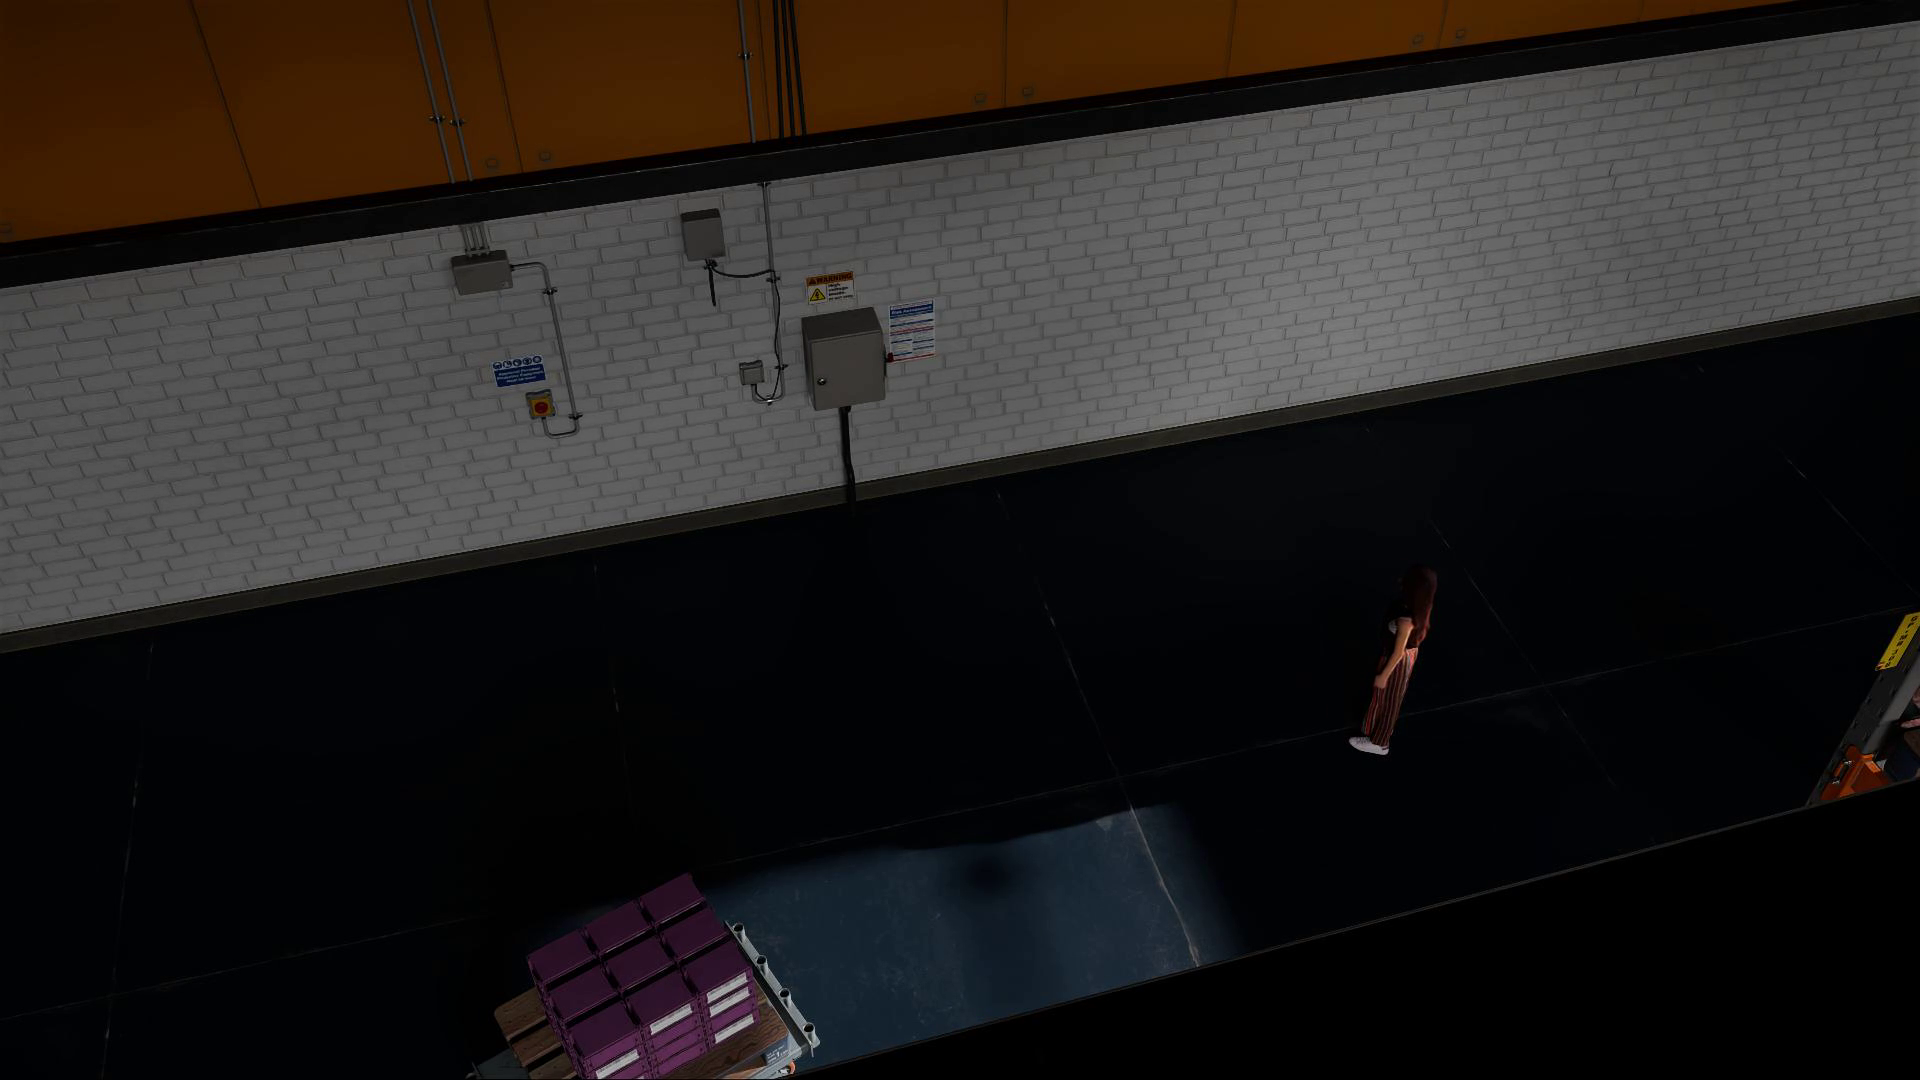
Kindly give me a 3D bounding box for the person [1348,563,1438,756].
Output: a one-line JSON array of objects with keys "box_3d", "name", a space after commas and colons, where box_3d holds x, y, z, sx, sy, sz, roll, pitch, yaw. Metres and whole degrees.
[{"box_3d": [2.683, 0.712, 10.206, 0.699, 1.563, 0.626, 17, 46, 17], "name": "person"}]
